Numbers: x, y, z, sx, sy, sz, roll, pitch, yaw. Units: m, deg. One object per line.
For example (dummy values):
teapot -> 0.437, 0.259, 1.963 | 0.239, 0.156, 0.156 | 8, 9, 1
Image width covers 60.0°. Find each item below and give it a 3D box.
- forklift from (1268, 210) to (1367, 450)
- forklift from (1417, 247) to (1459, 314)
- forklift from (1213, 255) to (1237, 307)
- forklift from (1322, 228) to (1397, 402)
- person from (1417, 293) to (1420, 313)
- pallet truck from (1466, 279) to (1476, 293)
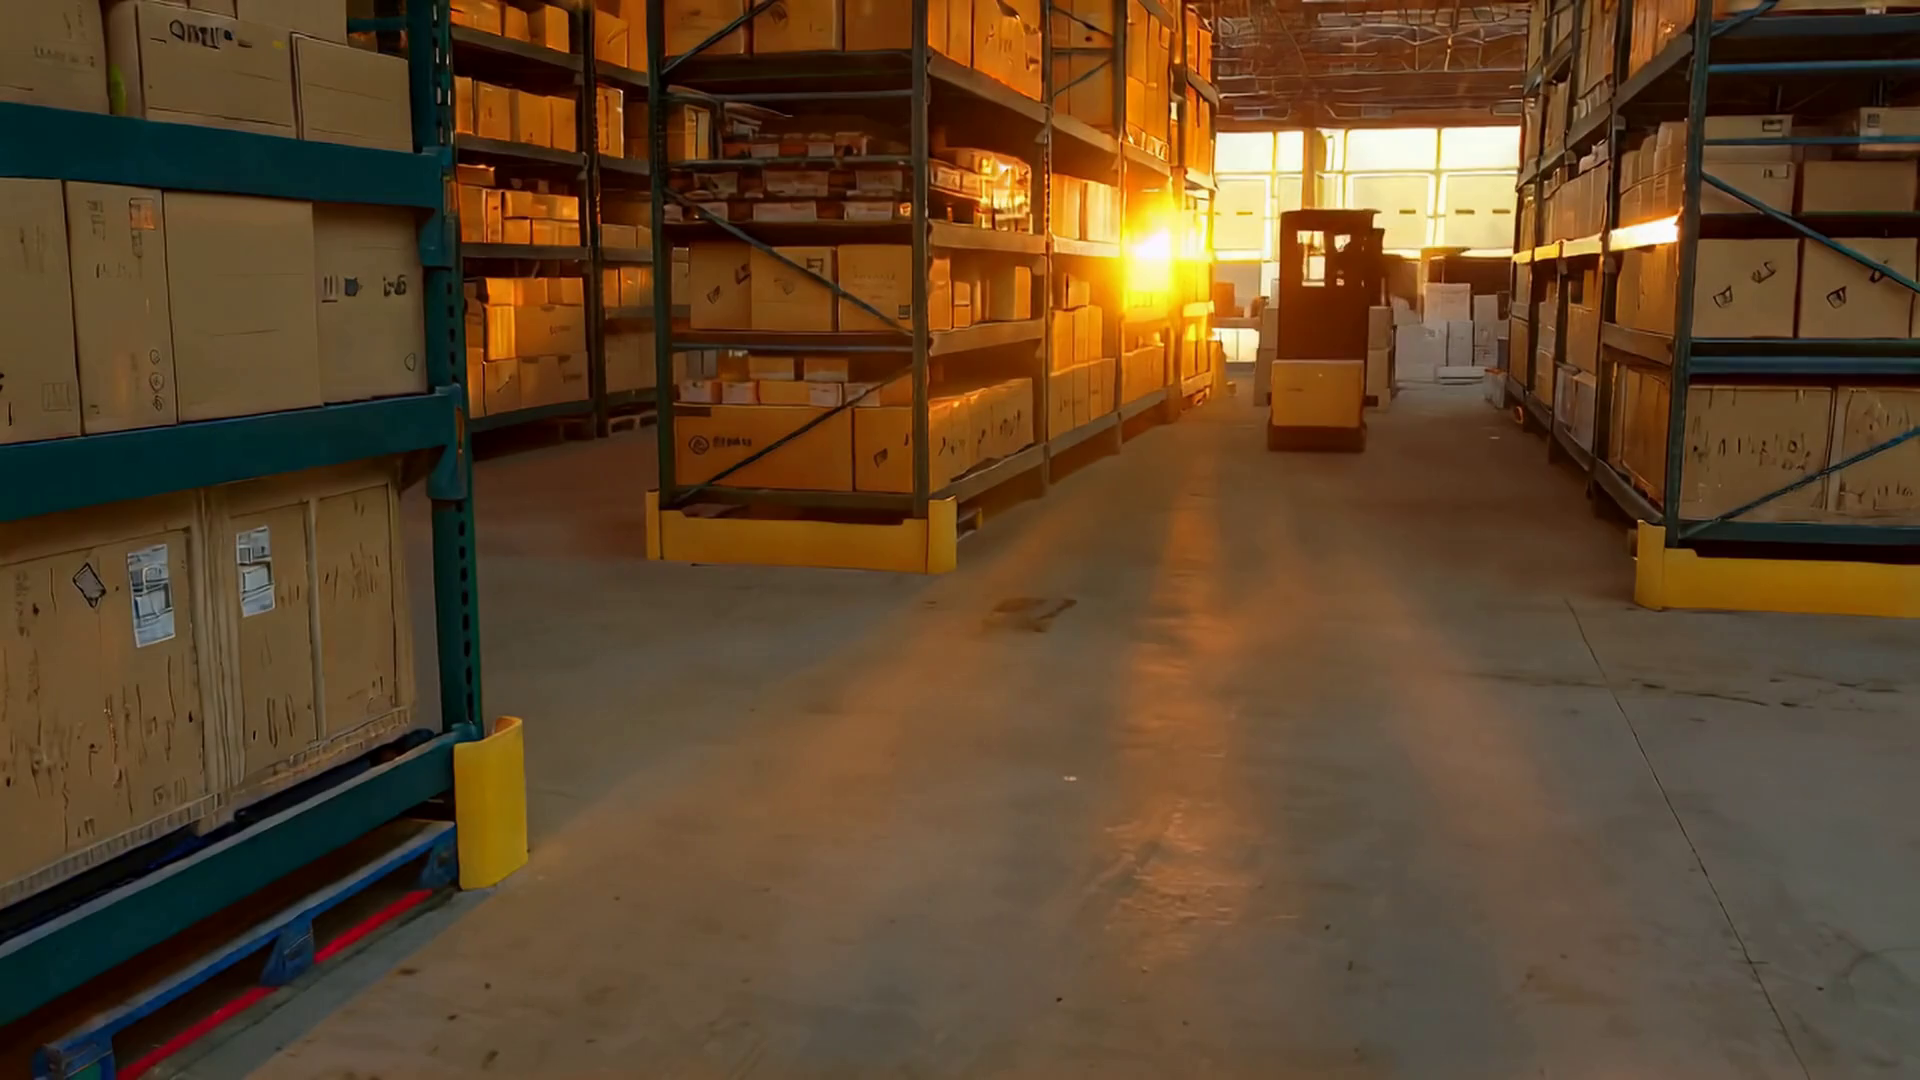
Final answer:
forklift -> 4.321, -2.535, 19.877 | 1.129, 2.768, 1.873 | 2, 9, 15
forklift -> 12.611, -6.302, 43.810 | 1.129, 2.768, 1.873 | 1, 9, 5
forklift -> 8.572, -8.457, 57.503 | 1.873, 2.768, 1.129 | -4, 10, -26
forklift -> 6.367, -3.677, 27.134 | 1.129, 2.768, 1.873 | 5, 10, 30
person -> 13.953, -6.710, 49.555 | 0.700, 1.894, 0.638 | -2, 9, -11
pallet truck -> 18.896, -8.459, 60.307 | 1.885, 1.965, 0.823 | 5, 10, 31
